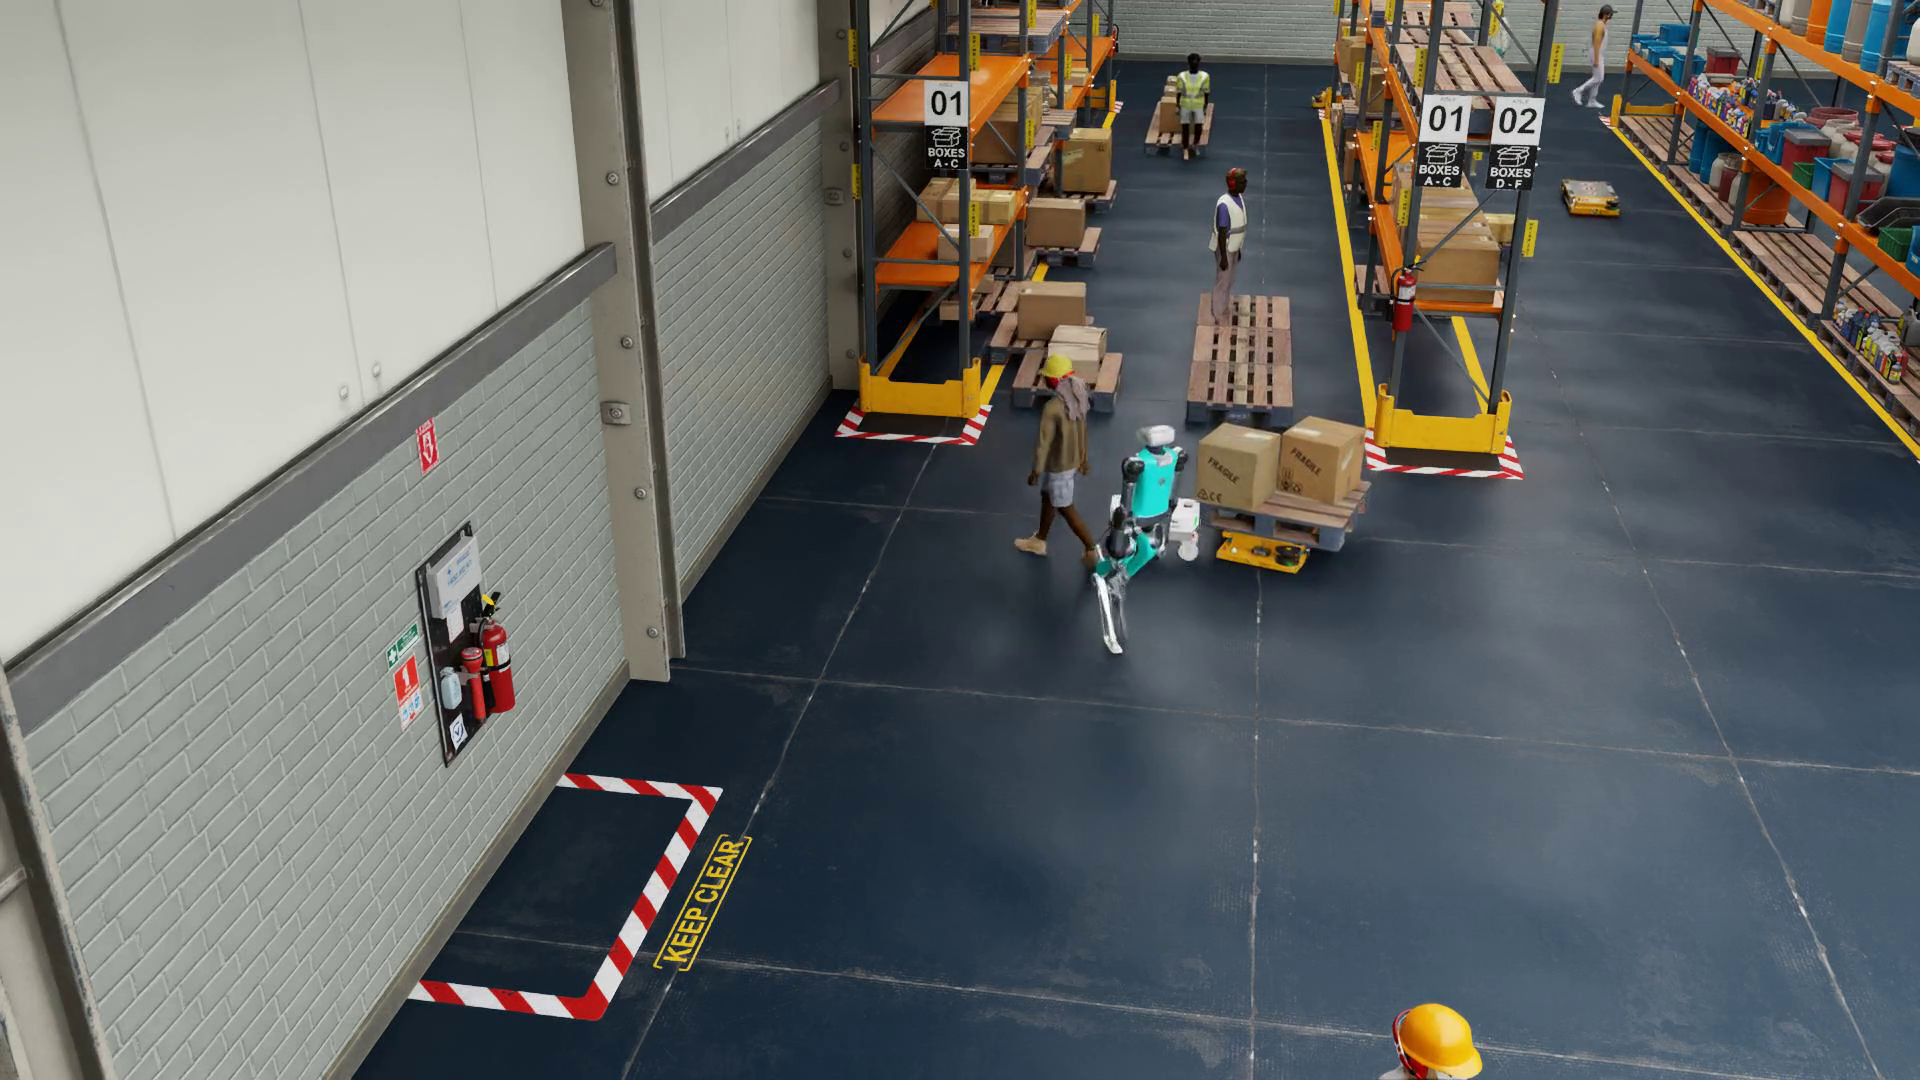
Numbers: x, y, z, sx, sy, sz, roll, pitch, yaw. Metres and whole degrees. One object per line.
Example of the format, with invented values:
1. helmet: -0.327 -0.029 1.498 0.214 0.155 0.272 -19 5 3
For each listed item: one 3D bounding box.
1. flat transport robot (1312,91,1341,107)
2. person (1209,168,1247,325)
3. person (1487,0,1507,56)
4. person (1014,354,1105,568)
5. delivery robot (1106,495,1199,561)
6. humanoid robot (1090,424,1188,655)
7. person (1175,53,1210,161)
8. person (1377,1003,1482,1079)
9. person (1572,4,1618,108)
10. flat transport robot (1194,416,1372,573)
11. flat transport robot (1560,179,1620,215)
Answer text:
1. flat transport robot: 7.258 -8.138 30.775 1.431 0.231 0.659 4 25 9
2. person: 2.942 -3.169 18.275 0.389 1.847 0.563 11 27 22
3. person: 10.170 -9.433 31.838 0.906 1.715 0.532 -4 25 -8
4. person: 0.821 -0.599 12.935 0.813 1.725 0.542 13 28 25
5. delivery robot: 1.533 -0.144 13.335 0.783 0.601 0.499 3 25 7
6. humanoid robot: 1.163 -0.001 11.696 0.552 1.839 0.742 -17 30 -32
7. person: 3.670 -6.862 26.361 0.539 1.682 0.365 4 25 7
8. person: 1.640 2.480 6.147 0.570 1.890 0.377 -17 30 -32
9. person: 11.634 -8.832 30.392 0.515 1.849 0.546 11 27 23
10. flat transport robot: 2.640 -0.130 13.635 0.659 0.231 1.431 12 28 24
11. flat transport robot: 9.044 -4.927 23.903 0.659 0.231 1.431 5 26 11
